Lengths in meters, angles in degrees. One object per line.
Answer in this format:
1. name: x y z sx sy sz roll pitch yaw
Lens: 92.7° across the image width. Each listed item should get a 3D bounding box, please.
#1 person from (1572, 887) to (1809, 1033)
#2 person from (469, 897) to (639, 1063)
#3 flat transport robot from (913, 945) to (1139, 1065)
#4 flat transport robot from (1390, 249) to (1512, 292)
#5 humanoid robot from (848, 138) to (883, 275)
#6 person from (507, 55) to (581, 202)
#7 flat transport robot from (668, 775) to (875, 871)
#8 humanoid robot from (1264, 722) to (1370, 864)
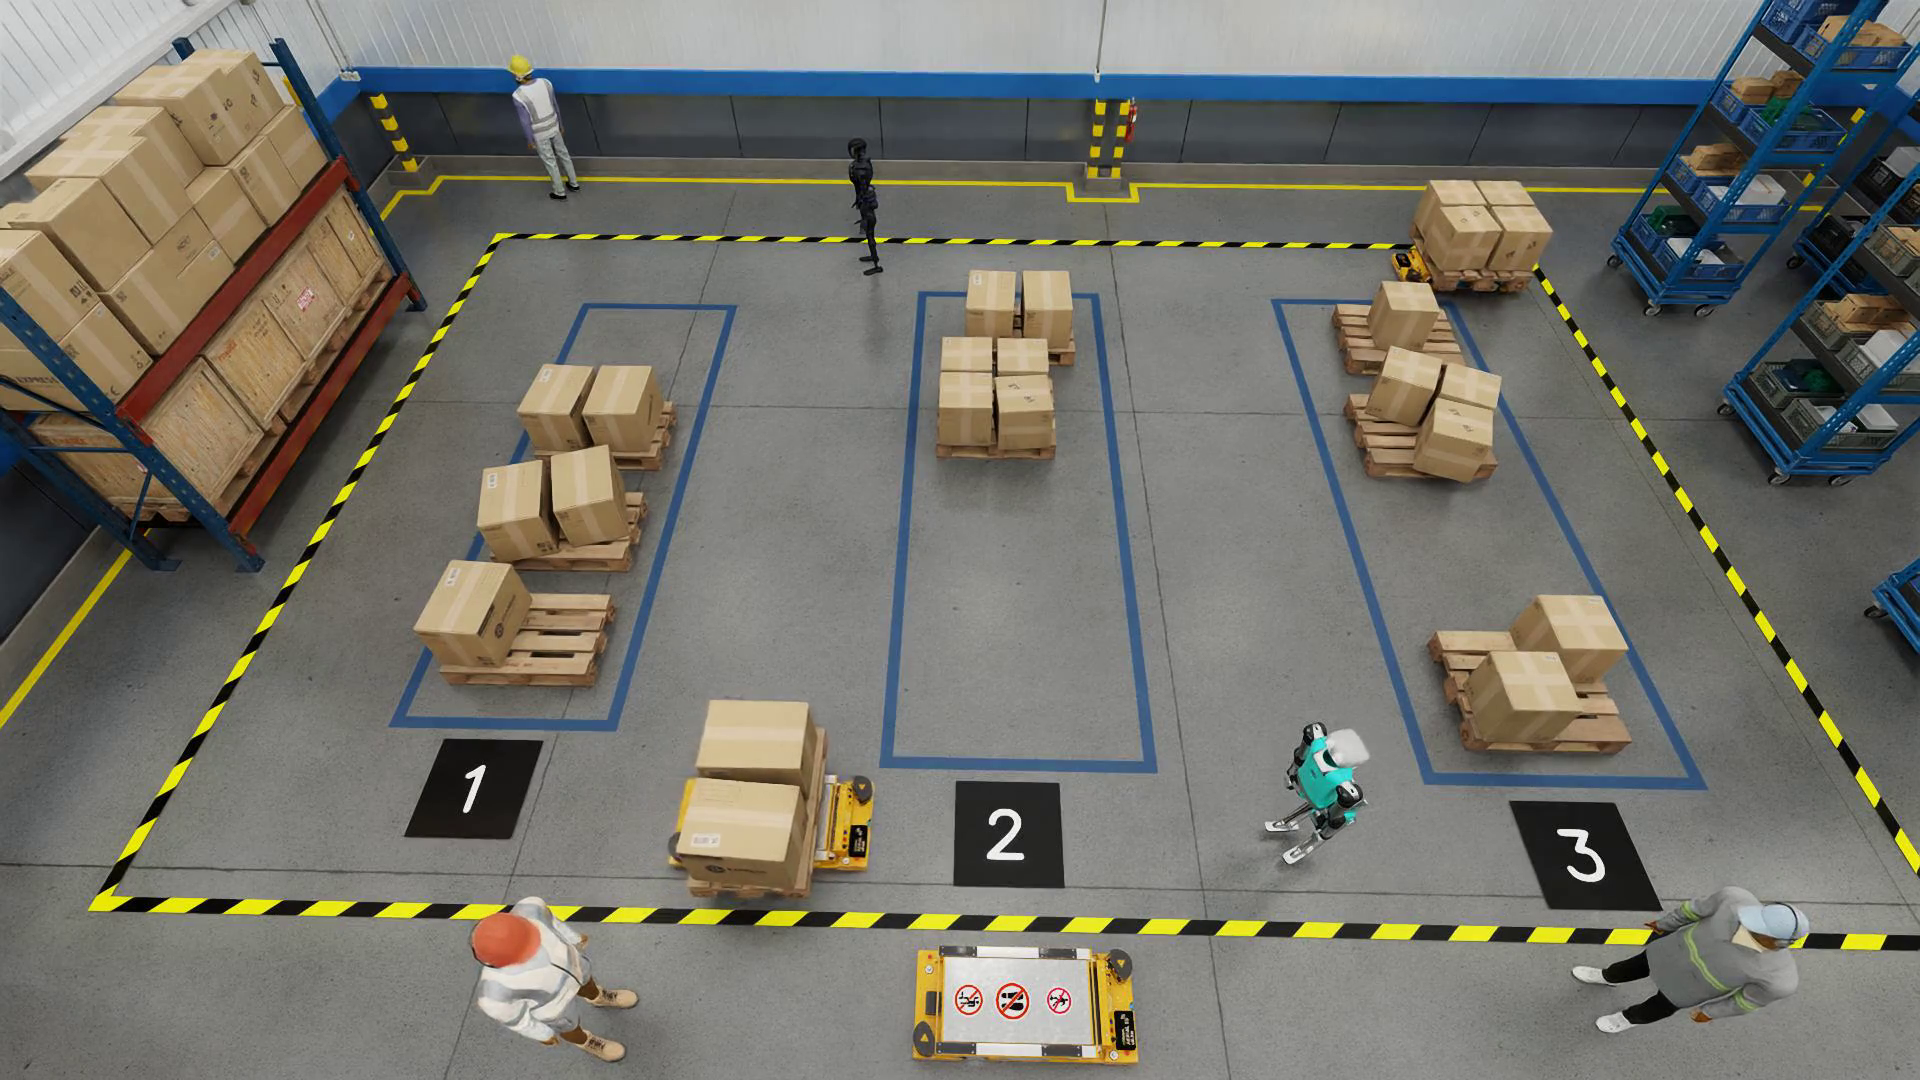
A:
1. person: 4.302 2.512 5.416 0.385 1.850 0.598 -2 51 -1
2. person: -2.301 2.544 5.270 0.379 2.039 0.615 3 51 2
3. flat transport robot: 0.422 3.041 6.007 1.431 0.231 0.659 1 51 1
4. flat transport robot: 6.082 -3.311 11.167 1.431 0.197 0.652 1 51 1
5. humanoid robot: -1.121 -3.908 10.755 0.315 1.655 0.599 -8 51 -7
6. person: -5.353 -5.273 11.771 0.404 1.836 0.595 24 55 18
7. flat transport robot: -1.377 2.073 6.778 1.431 0.197 0.652 1 51 1
8. humanoid robot: 2.504 1.674 6.085 0.735 1.681 0.533 -12 52 -10
